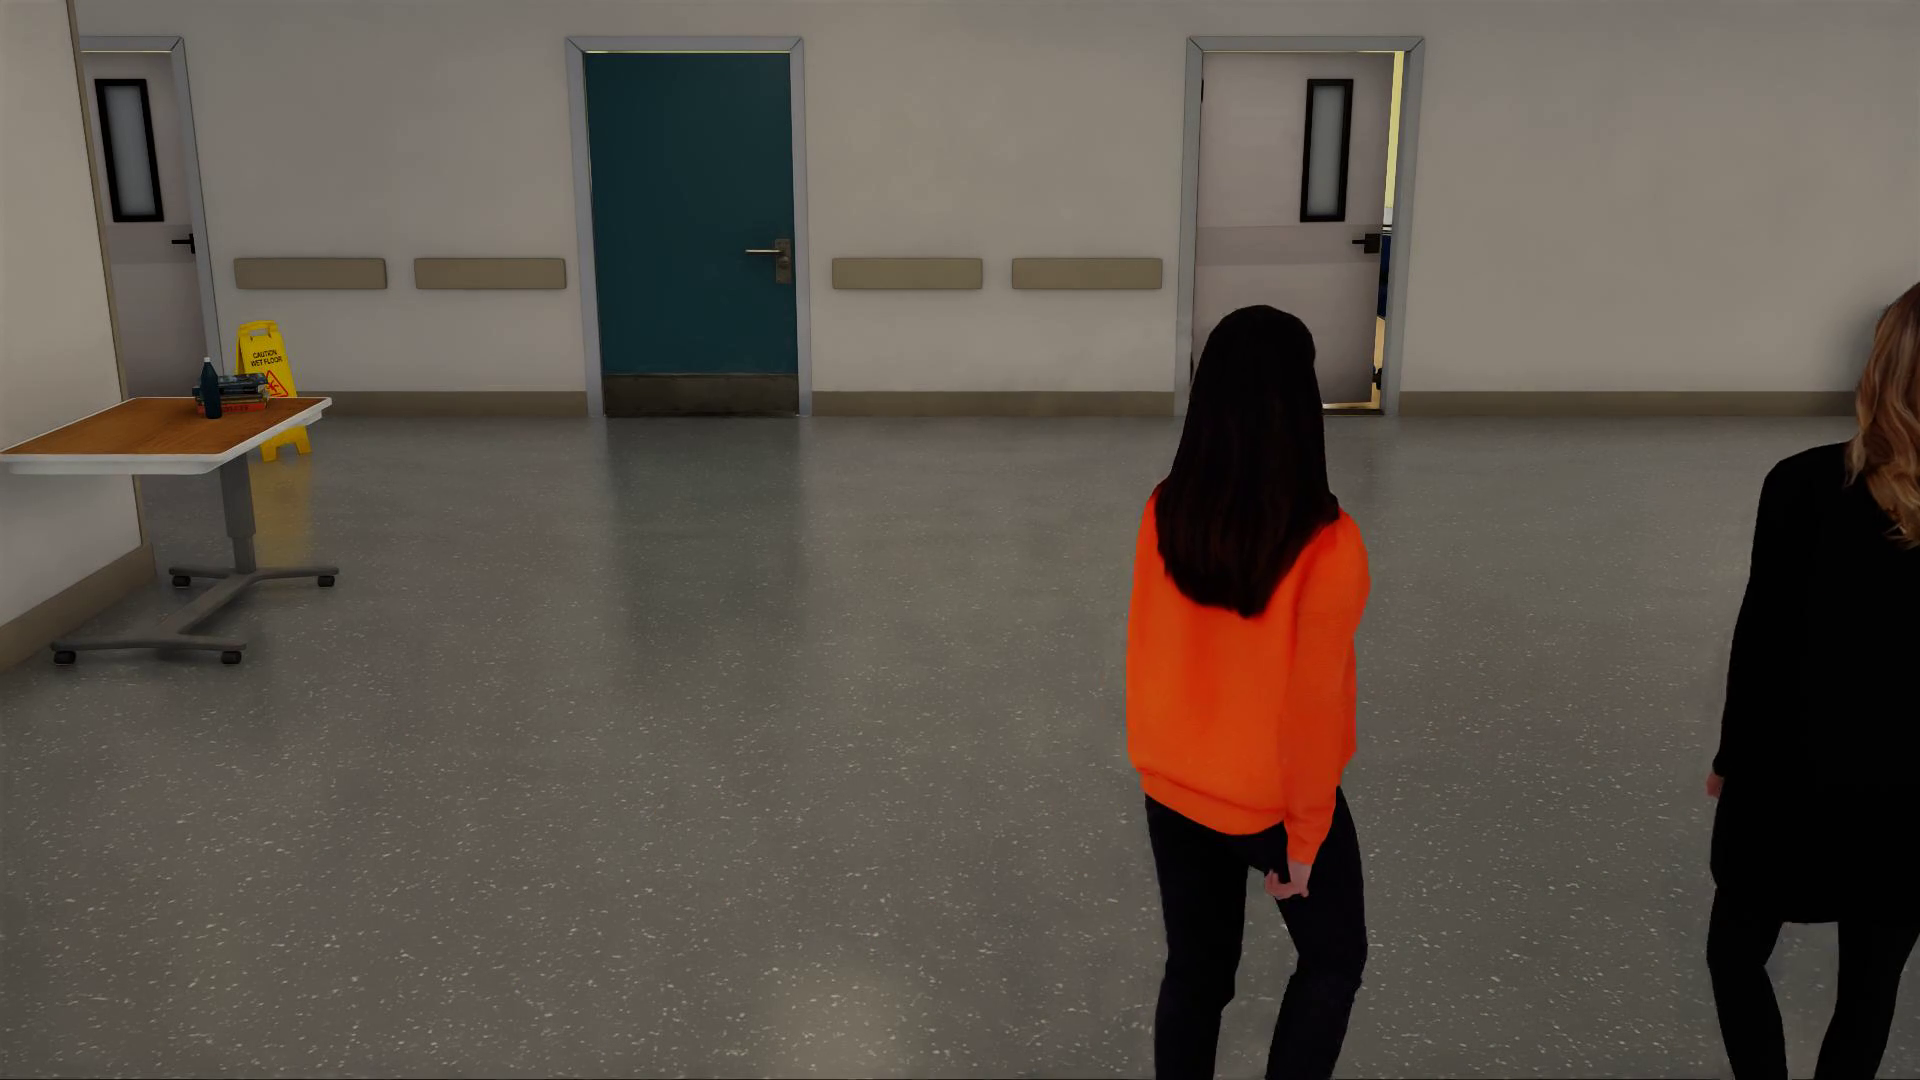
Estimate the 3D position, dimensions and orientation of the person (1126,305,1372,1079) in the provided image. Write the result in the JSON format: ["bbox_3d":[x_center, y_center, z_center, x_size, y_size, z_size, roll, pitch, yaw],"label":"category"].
[{"bbox_3d":[0.435,0.479,2.849,0.720,1.737,0.787,14,21,41],"label":"person"}]

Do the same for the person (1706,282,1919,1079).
[{"bbox_3d":[1.508,0.465,2.801,0.928,1.791,0.859,5,17,18],"label":"person"}]
